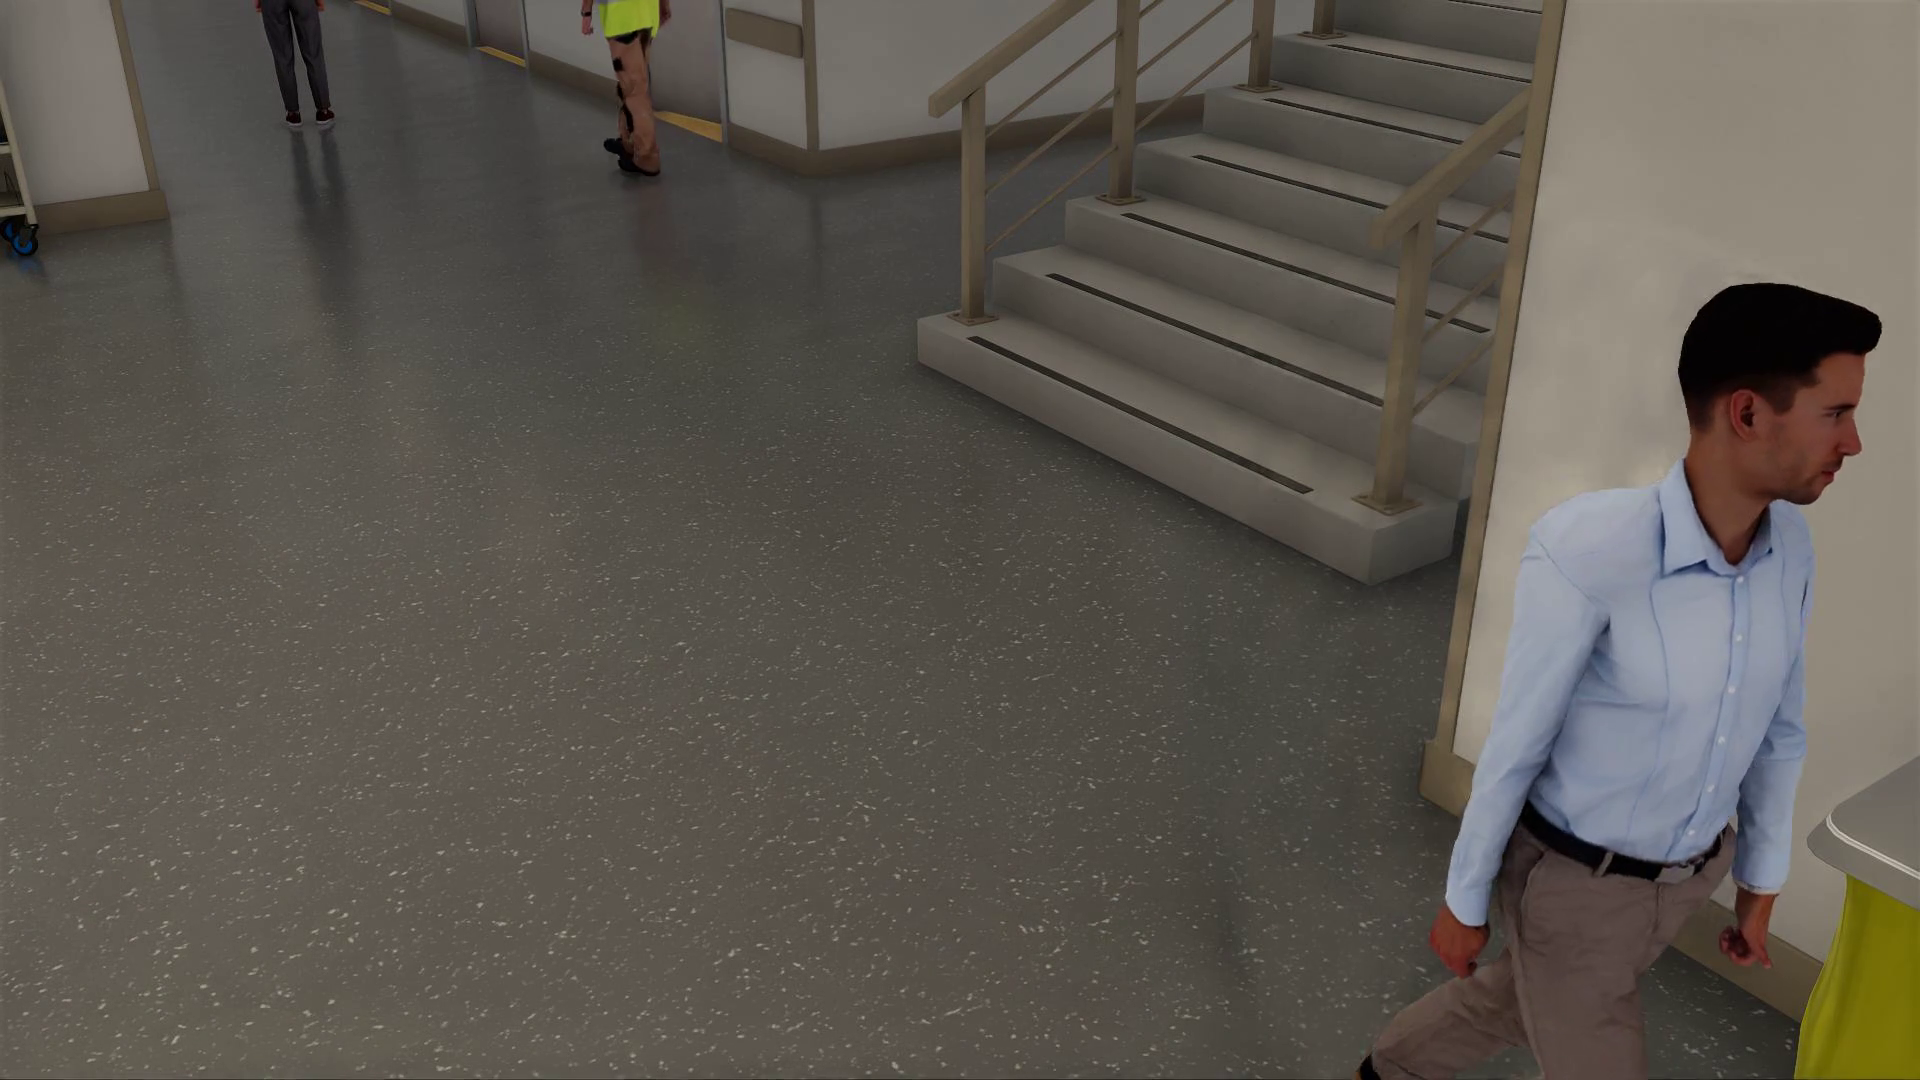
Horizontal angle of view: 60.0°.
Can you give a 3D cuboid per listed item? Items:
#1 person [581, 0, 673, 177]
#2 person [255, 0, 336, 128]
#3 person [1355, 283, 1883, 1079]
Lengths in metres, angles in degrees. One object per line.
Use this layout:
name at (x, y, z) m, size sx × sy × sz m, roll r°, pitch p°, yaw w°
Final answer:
person at (-1.933, -3.110, 9.993) m, size 0.953 × 1.823 × 0.985 m, roll 17°, pitch 31°, yaw 32°
person at (-4.602, -3.724, 11.370) m, size 0.556 × 1.734 × 0.718 m, roll -8°, pitch 27°, yaw -17°
person at (0.938, 0.486, 2.571) m, size 1.232 × 1.794 × 0.903 m, roll -9°, pitch 27°, yaw -18°
